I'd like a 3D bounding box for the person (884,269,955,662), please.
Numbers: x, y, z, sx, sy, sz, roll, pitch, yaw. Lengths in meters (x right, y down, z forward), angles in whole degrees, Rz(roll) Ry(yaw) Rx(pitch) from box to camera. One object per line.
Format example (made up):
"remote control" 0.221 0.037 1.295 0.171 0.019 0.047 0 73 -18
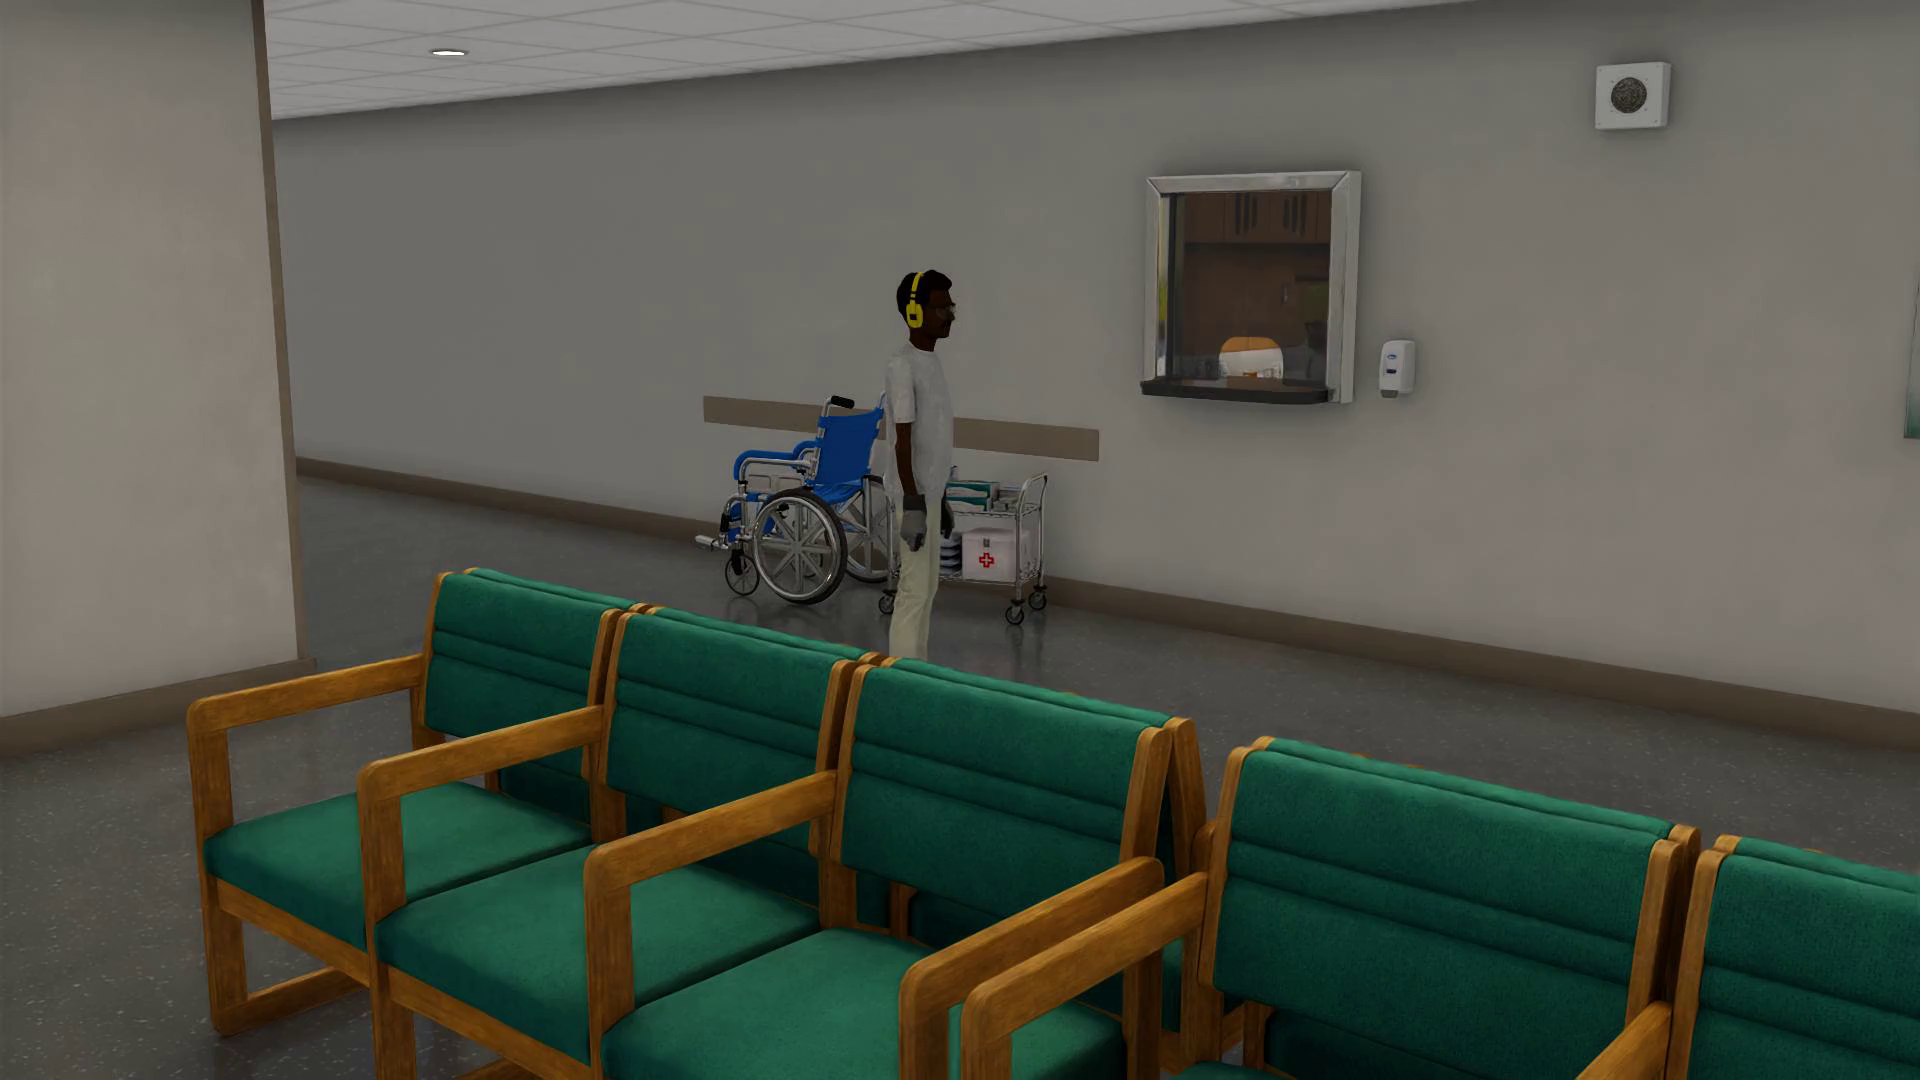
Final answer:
"person" -0.138 -0.162 6.818 0.328 1.872 0.513 2 10 12
